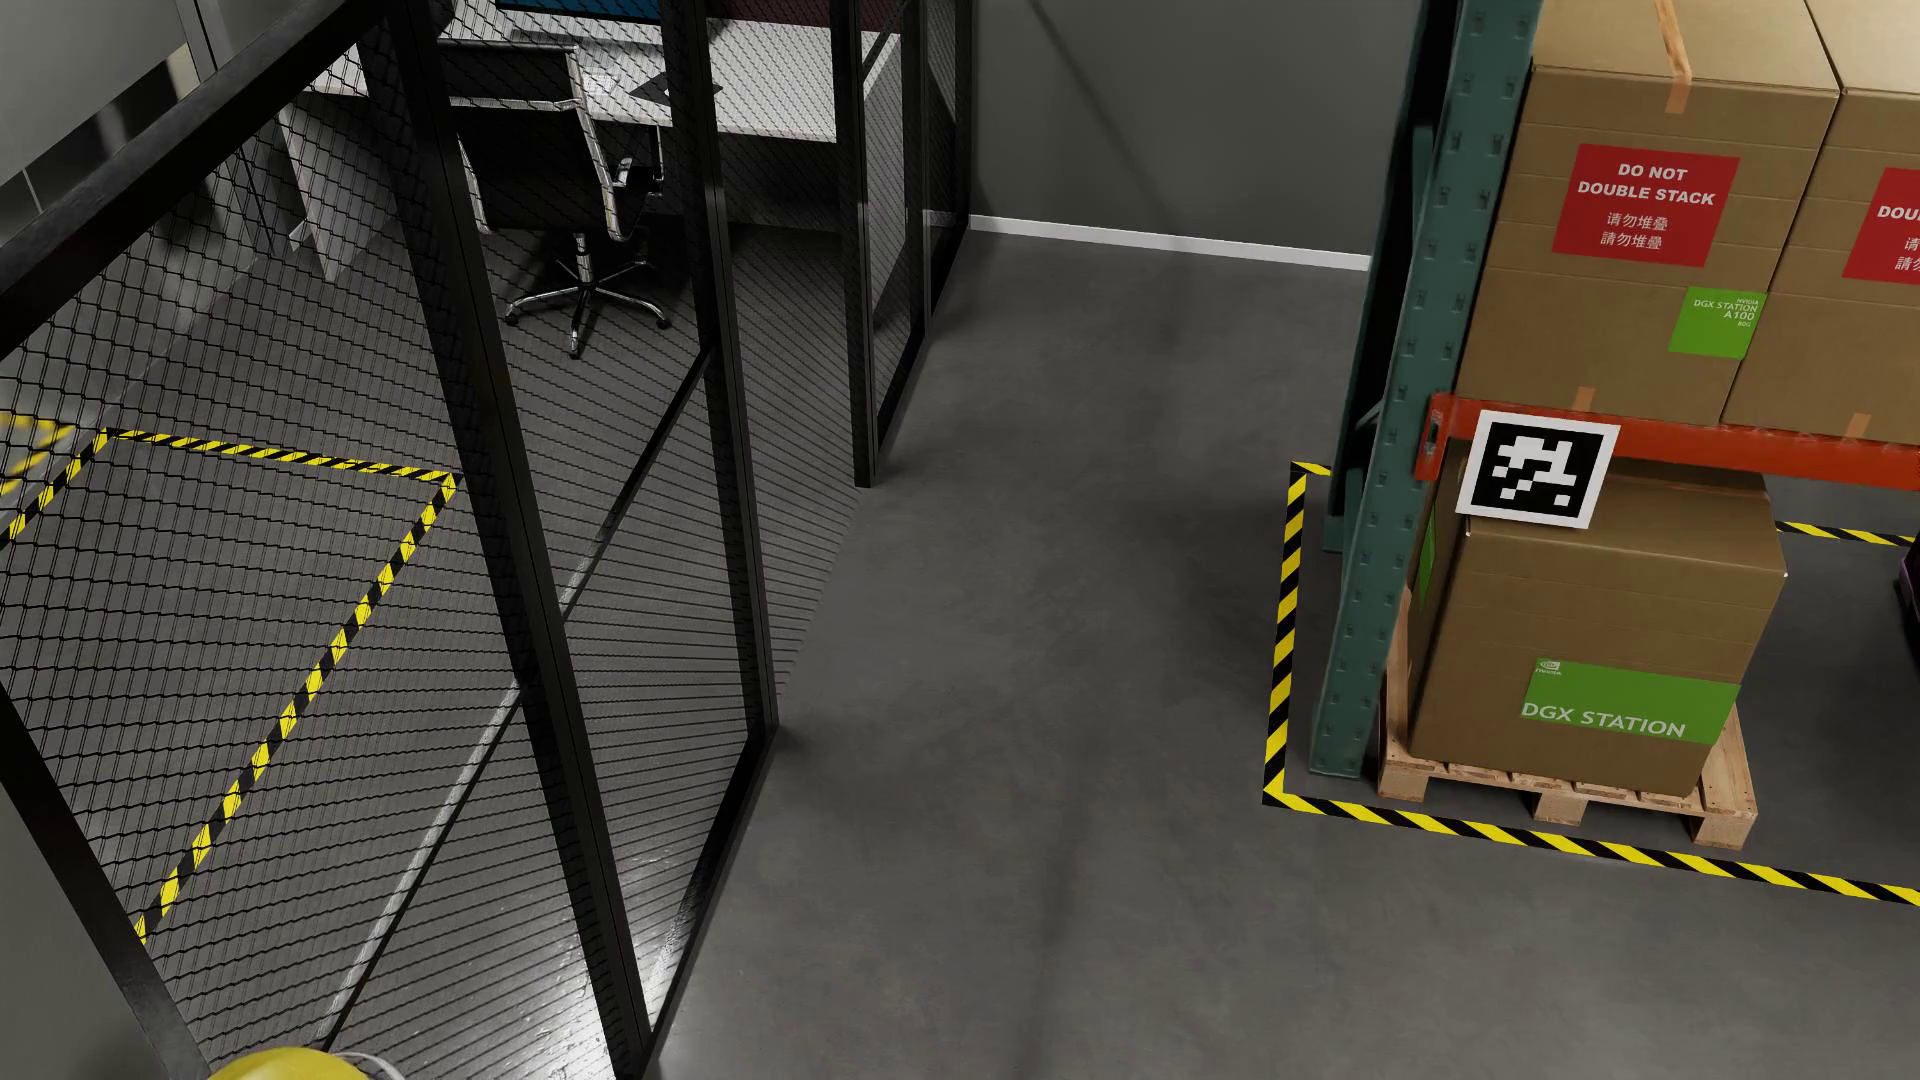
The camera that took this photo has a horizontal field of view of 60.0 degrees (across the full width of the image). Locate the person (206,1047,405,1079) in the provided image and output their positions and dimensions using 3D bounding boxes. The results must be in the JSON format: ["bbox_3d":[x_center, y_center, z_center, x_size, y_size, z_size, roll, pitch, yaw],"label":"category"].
[{"bbox_3d":[-0.681,1.222,2.171,0.598,1.832,0.404,13,43,14],"label":"person"}]
